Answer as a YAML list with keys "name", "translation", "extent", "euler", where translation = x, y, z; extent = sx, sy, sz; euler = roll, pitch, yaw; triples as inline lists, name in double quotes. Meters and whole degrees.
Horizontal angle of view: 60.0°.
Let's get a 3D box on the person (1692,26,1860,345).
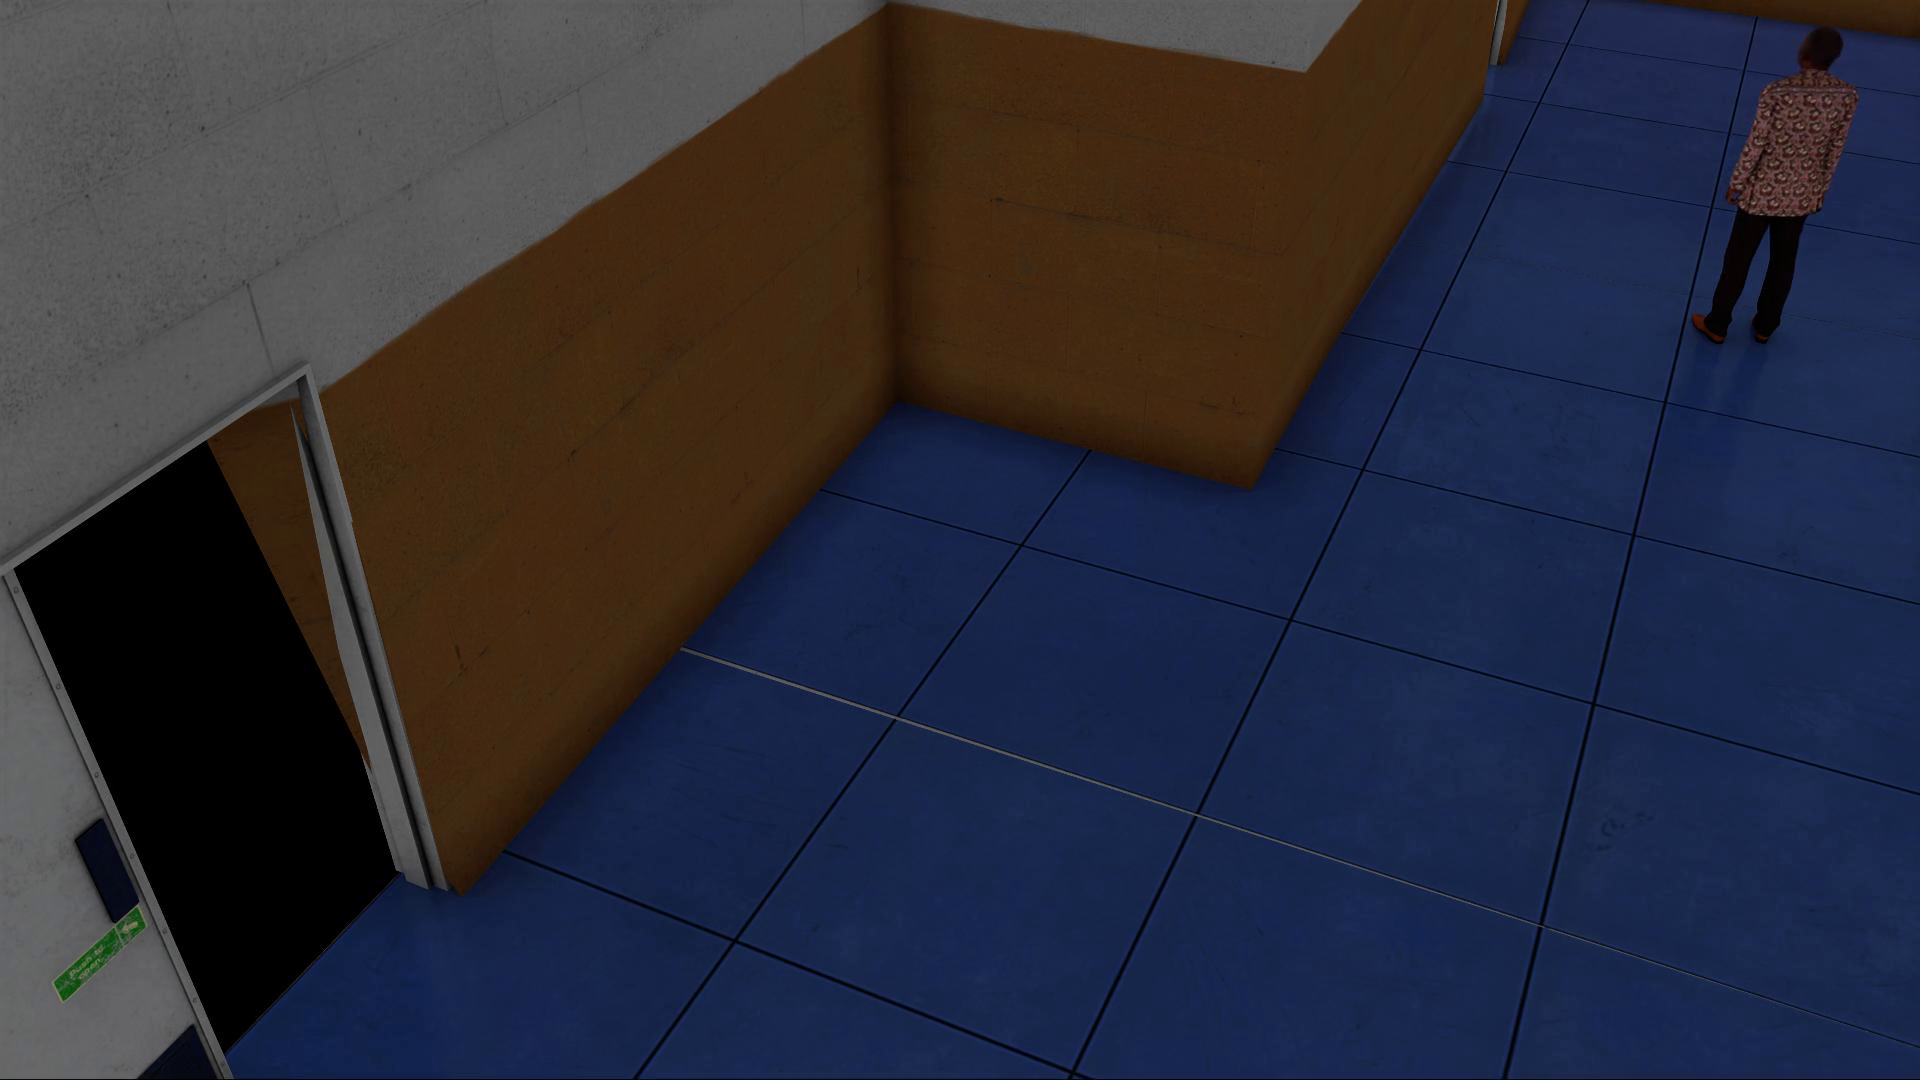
- name: "person"
  translation: [4.484, -1.913, 9.101]
  extent: [0.666, 1.806, 0.817]
  euler: [2, 37, 3]
